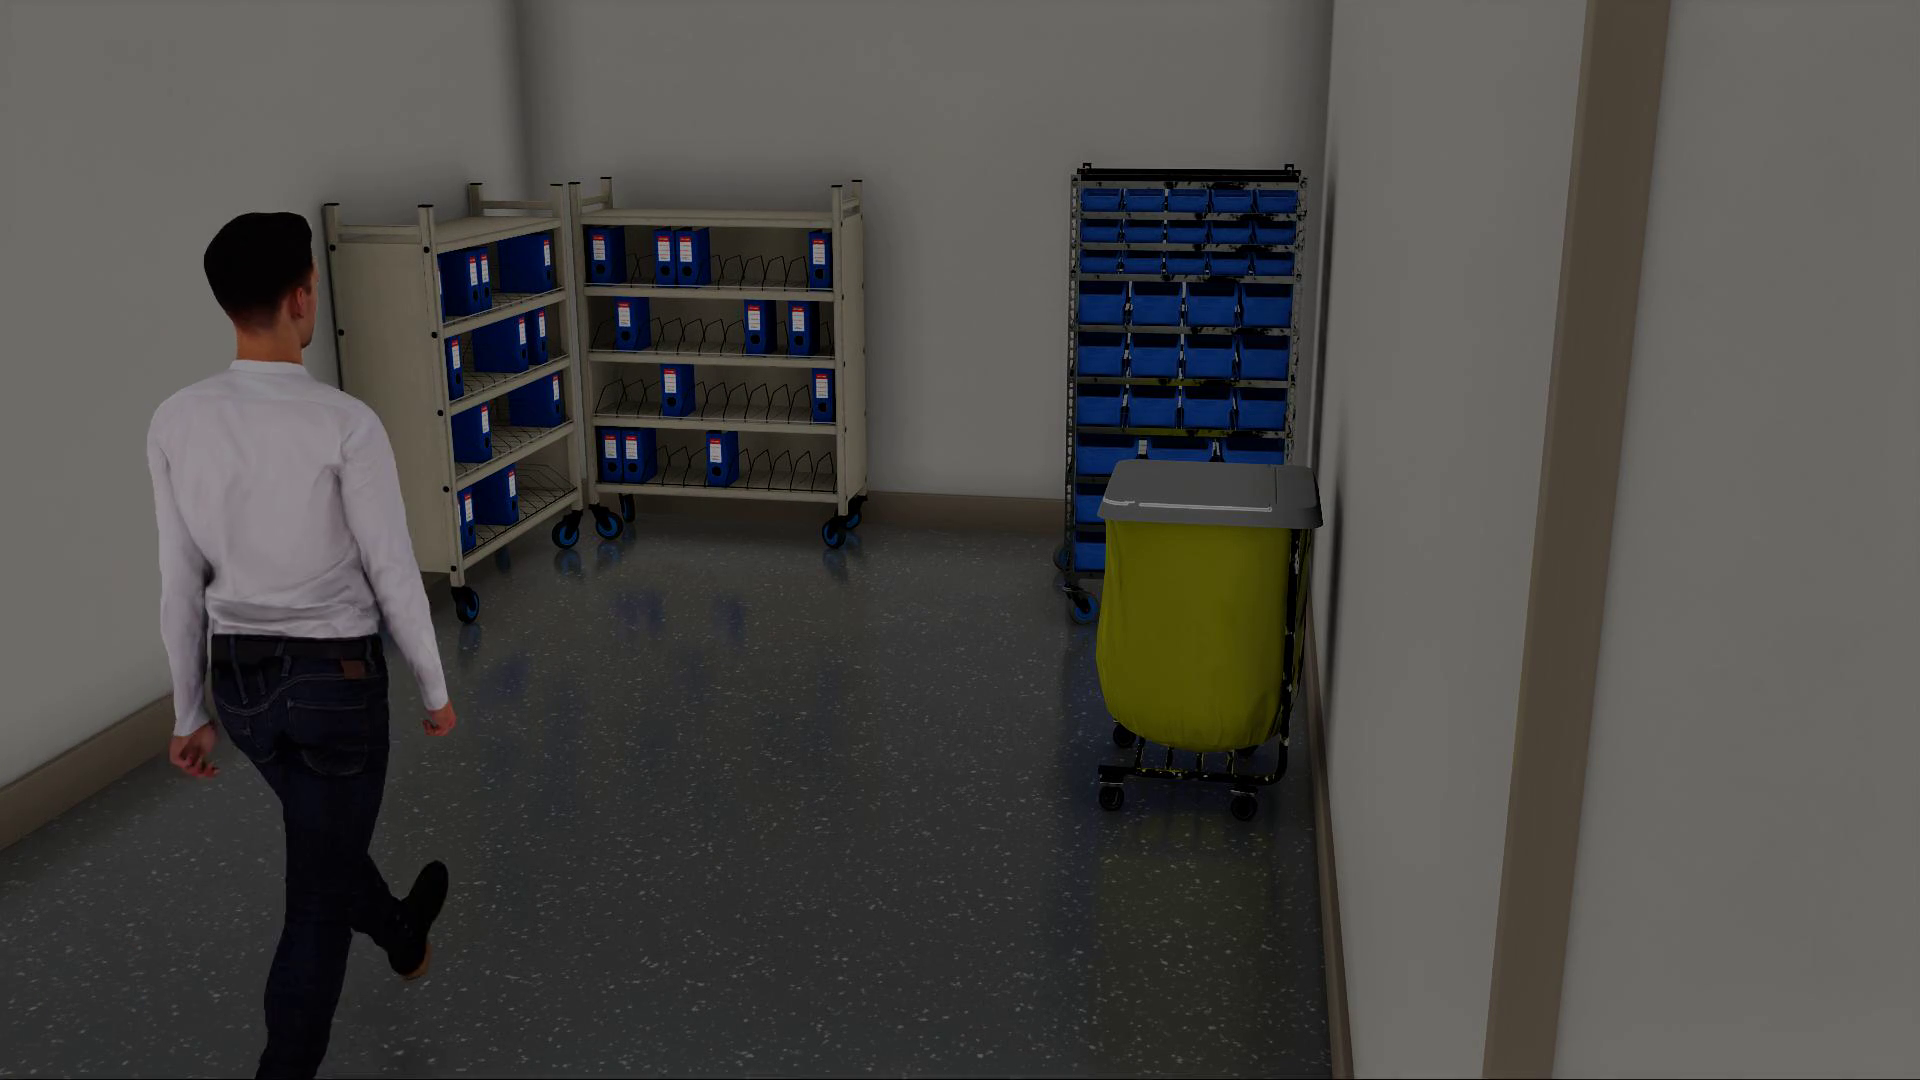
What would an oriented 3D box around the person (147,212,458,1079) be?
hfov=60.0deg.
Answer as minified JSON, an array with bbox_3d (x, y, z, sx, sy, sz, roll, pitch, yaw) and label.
[{"bbox_3d":[-1.300,0.346,3.187,1.154,1.818,0.695,3,16,9],"label":"person"}]
